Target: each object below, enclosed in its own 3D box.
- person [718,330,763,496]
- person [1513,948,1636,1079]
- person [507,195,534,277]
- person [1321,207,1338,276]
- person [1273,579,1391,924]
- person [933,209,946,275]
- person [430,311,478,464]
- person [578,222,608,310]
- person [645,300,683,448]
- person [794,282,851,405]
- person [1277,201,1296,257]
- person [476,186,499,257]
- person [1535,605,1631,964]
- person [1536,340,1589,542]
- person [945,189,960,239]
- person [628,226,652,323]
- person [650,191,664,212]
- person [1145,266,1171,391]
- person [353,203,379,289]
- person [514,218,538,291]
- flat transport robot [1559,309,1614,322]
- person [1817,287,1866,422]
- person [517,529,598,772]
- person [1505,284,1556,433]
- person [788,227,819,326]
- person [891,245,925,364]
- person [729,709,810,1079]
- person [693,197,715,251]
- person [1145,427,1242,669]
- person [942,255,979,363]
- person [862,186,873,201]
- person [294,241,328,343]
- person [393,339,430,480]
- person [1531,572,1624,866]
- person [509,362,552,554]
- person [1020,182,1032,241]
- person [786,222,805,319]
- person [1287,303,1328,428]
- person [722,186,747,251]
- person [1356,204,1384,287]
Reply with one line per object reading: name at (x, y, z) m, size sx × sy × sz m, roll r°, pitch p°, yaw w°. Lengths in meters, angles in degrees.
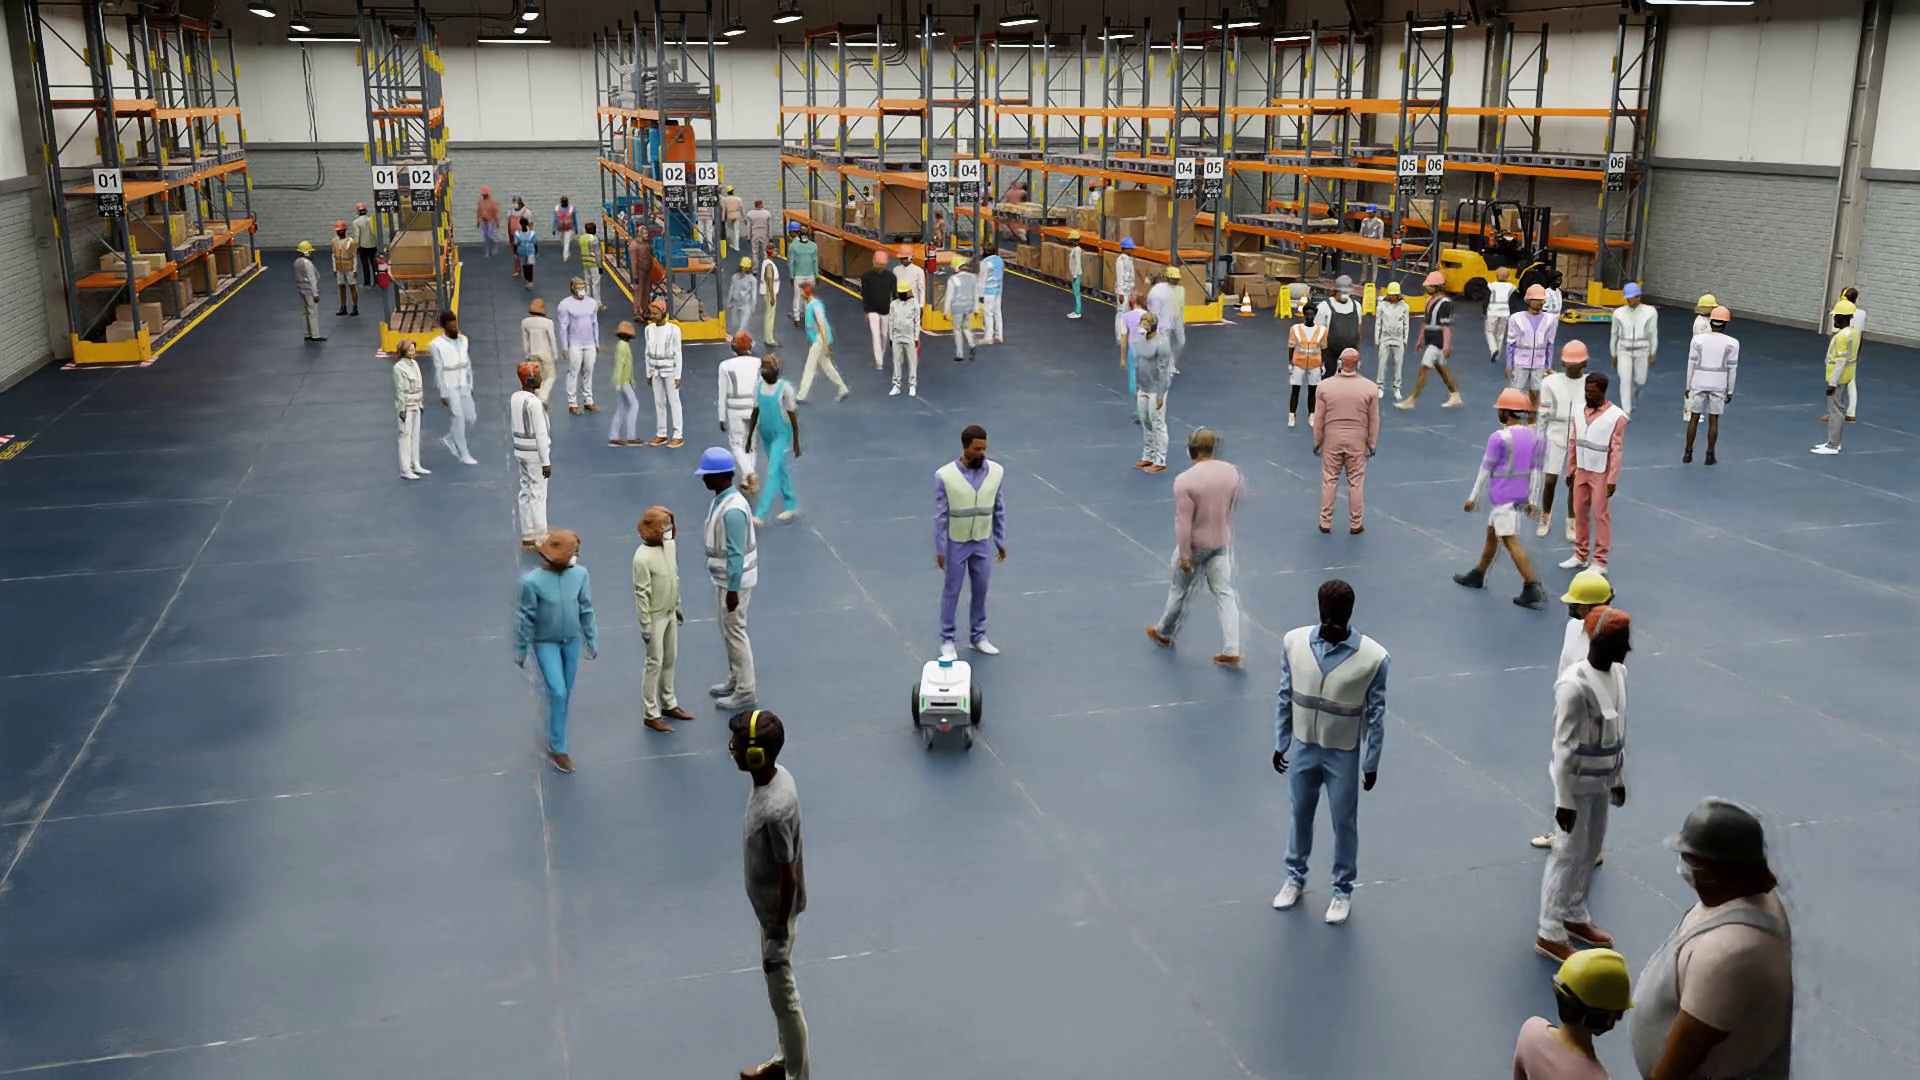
person at (-2.378, -1.386, 18.496) m, size 0.576 × 1.866 × 0.723 m, roll -7°, pitch 17°, yaw -25°
person at (1.976, 2.142, 5.415) m, size 0.320 × 1.763 × 0.522 m, roll -4°, pitch 15°, yaw -14°
person at (-10.974, -7.572, 41.431) m, size 0.681 × 2.000 × 0.535 m, roll 3°, pitch 15°, yaw 12°
person at (9.317, -7.506, 41.841) m, size 0.535 × 1.697 × 0.318 m, roll 7°, pitch 16°, yaw 25°
person at (1.995, 1.119, 8.987) m, size 0.590 × 1.910 × 0.394 m, roll 9°, pitch 17°, yaw 30°
person at (-0.522, -7.524, 42.024) m, size 0.310 × 1.636 × 0.523 m, roll -5°, pitch 16°, yaw -19°
person at (-6.171, -1.847, 20.196) m, size 0.508 × 1.885 × 0.611 m, roll 7°, pitch 17°, yaw 25°
person at (-7.721, -5.758, 34.986) m, size 0.627 × 1.844 × 0.429 m, roll 12°, pitch 19°, yaw 39°
person at (-3.780, -2.120, 21.231) m, size 0.578 × 1.879 × 0.347 m, roll 8°, pitch 17°, yaw 28°
person at (-2.046, -2.859, 24.205) m, size 0.990 × 1.794 × 0.618 m, roll -4°, pitch 15°, yaw -13°
person at (8.504, -7.934, 43.339) m, size 0.570 × 1.755 × 0.378 m, roll -3°, pitch 15°, yaw -11°
person at (-13.270, -8.928, 46.651) m, size 0.655 × 1.972 × 0.435 m, roll 6°, pitch 16°, yaw 20°
person at (3.228, 1.246, 8.555) m, size 0.581 × 1.882 × 0.361 m, roll -14°, pitch 20°, yaw -41°
person at (6.099, -0.994, 16.680) m, size 0.621 × 2.041 × 0.387 m, roll 5°, pitch 16°, yaw 19°
person at (-0.234, -10.336, 52.632) m, size 0.508 × 1.627 × 0.280 m, roll 5°, pitch 16°, yaw 18°
person at (-6.314, -5.288, 33.119) m, size 0.400 × 1.900 × 0.647 m, roll 5°, pitch 16°, yaw 18°
person at (-8.337, -8.759, 46.147) m, size 0.598 × 1.916 × 0.398 m, roll 13°, pitch 20°, yaw 41°
person at (2.918, -3.208, 25.271) m, size 0.659 × 1.912 × 0.684 m, roll 7°, pitch 16°, yaw 25°
person at (-13.910, -6.877, 38.921) m, size 0.402 × 1.984 × 0.613 m, roll 10°, pitch 18°, yaw 33°
person at (-10.126, -6.682, 38.825) m, size 0.538 × 1.656 × 0.888 m, roll -2°, pitch 15°, yaw -6°
flat transport robot at (12.708, -4.474, 33.163) m, size 1.431 × 0.197 × 0.652 m, roll 2°, pitch 15°, yaw 6°
person at (12.157, -2.540, 22.870) m, size 0.528 × 1.855 × 0.372 m, roll -2°, pitch 15°, yaw -8°
person at (-2.622, 0.725, 11.027) m, size 0.539 × 1.602 × 0.654 m, roll -13°, pitch 20°, yaw -41°
person at (7.359, -2.277, 21.491) m, size 0.610 × 2.048 × 0.362 m, roll 1°, pitch 15°, yaw 2°
person at (-3.050, -5.155, 32.542) m, size 0.627 × 1.934 × 0.372 m, roll -8°, pitch 17°, yaw -26°
person at (-0.881, -3.930, 27.823) m, size 0.611 × 1.990 × 0.392 m, roll 7°, pitch 17°, yaw 26°
person at (-0.818, 1.613, 7.203) m, size 0.315 × 1.865 × 0.526 m, roll -3°, pitch 15°, yaw -10°
person at (-7.429, -9.340, 48.465) m, size 0.627 × 1.844 × 0.429 m, roll 2°, pitch 15°, yaw 8°
person at (1.904, 0.039, 13.113) m, size 0.636 × 1.889 × 1.040 m, roll -8°, pitch 17°, yaw -27°
person at (0.022, -3.875, 27.973) m, size 0.625 × 1.799 × 0.446 m, roll -11°, pitch 18°, yaw -35°
person at (-2.718, -9.533, 49.172) m, size 0.503 × 1.858 × 0.336 m, roll 11°, pitch 19°, yaw 36°
person at (-11.869, -4.521, 30.348) m, size 0.590 × 1.833 × 0.404 m, roll 13°, pitch 20°, yaw 40°
person at (-6.452, -1.541, 19.505) m, size 0.311 × 1.638 × 0.523 m, roll 2°, pitch 15°, yaw 7°
person at (3.579, 1.034, 9.580) m, size 0.330 × 1.764 × 0.528 m, roll -3°, pitch 15°, yaw -10°
person at (-4.166, -0.804, 16.266) m, size 0.356 × 1.883 × 0.574 m, roll -12°, pitch 19°, yaw -39°
person at (2.108, -10.289, 52.063) m, size 0.535 × 1.827 × 0.659 m, roll 3°, pitch 15°, yaw 11°
person at (-3.304, -5.445, 33.604) m, size 0.384 × 1.948 × 0.605 m, roll -3°, pitch 15°, yaw -12°
person at (4.680, -2.356, 22.459) m, size 0.529 × 1.697 × 0.321 m, roll 1°, pitch 15°, yaw 5°
person at (-6.620, -9.425, 48.739) m, size 0.729 × 1.854 × 0.885 m, roll -4°, pitch 15°, yaw -14°
person at (9.670, -6.933, 39.202) m, size 0.605 × 1.948 × 0.384 m, roll 13°, pitch 20°, yaw 41°
